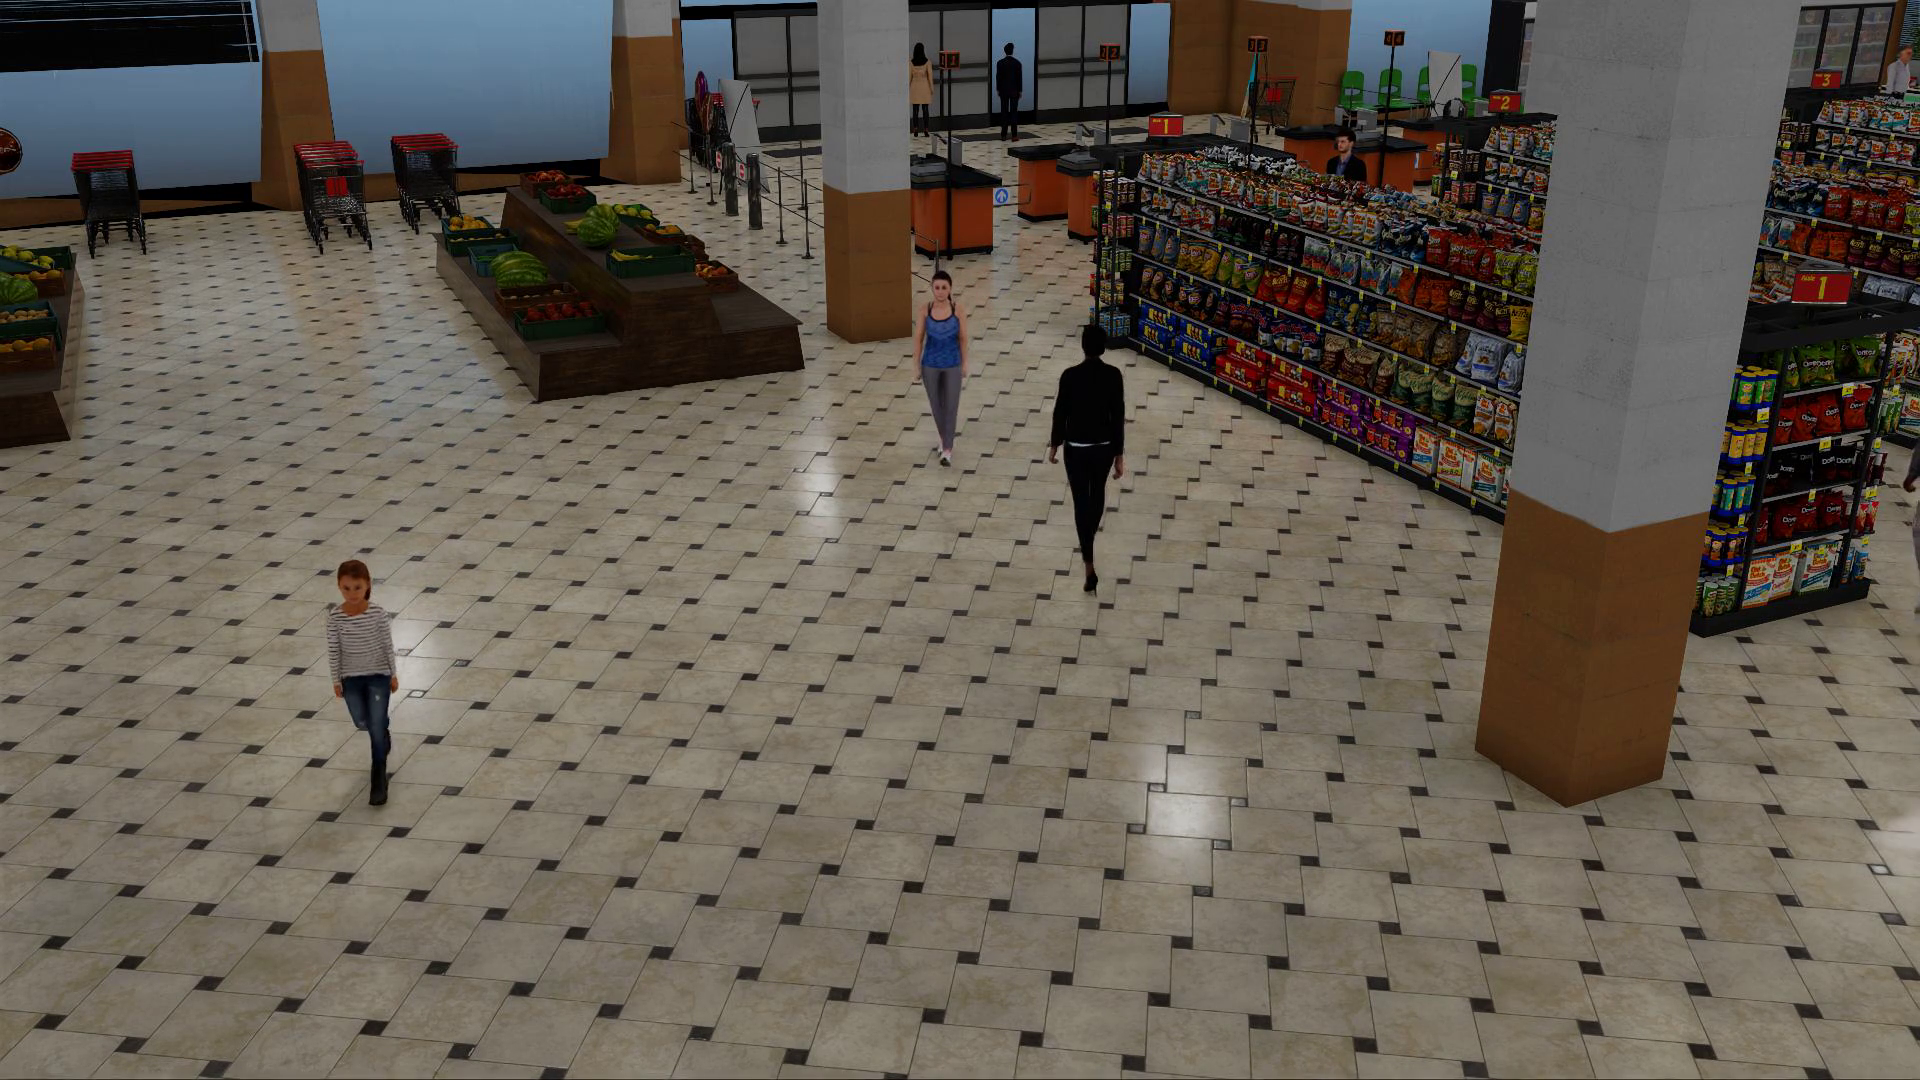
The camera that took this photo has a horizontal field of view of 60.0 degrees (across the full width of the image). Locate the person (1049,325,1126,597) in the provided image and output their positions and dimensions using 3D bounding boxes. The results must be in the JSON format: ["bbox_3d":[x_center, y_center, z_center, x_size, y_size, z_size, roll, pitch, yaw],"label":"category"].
[{"bbox_3d":[0.869,-0.494,11.042,0.830,1.808,1.064,-3,22,-7],"label":"person"}]

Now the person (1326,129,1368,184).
[{"bbox_3d":[4.369,-3.755,19.043,0.680,1.892,0.837,19,29,39],"label":"person"}]

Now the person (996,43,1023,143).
[{"bbox_3d":[0.889,-8.098,30.074,0.709,1.728,0.734,4,22,11],"label":"person"}]

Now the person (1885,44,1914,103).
[{"bbox_3d":[16.320,-7.734,29.051,0.674,1.814,0.594,-13,25,-30],"label":"person"}]

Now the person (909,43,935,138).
[{"bbox_3d":[-0.732,-8.267,30.556,0.720,1.682,0.722,3,22,7],"label":"person"}]

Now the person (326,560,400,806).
[{"bbox_3d":[-3.117,0.700,8.750,0.615,1.302,0.896,-4,22,-10],"label":"person"}]

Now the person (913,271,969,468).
[{"bbox_3d":[-0.142,-1.428,13.674,0.913,1.578,1.085,2,22,6],"label":"person"}]

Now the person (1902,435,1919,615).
[{"bbox_3d":[6.382,-0.337,10.632,0.961,1.821,1.020,6,23,15],"label":"person"}]
